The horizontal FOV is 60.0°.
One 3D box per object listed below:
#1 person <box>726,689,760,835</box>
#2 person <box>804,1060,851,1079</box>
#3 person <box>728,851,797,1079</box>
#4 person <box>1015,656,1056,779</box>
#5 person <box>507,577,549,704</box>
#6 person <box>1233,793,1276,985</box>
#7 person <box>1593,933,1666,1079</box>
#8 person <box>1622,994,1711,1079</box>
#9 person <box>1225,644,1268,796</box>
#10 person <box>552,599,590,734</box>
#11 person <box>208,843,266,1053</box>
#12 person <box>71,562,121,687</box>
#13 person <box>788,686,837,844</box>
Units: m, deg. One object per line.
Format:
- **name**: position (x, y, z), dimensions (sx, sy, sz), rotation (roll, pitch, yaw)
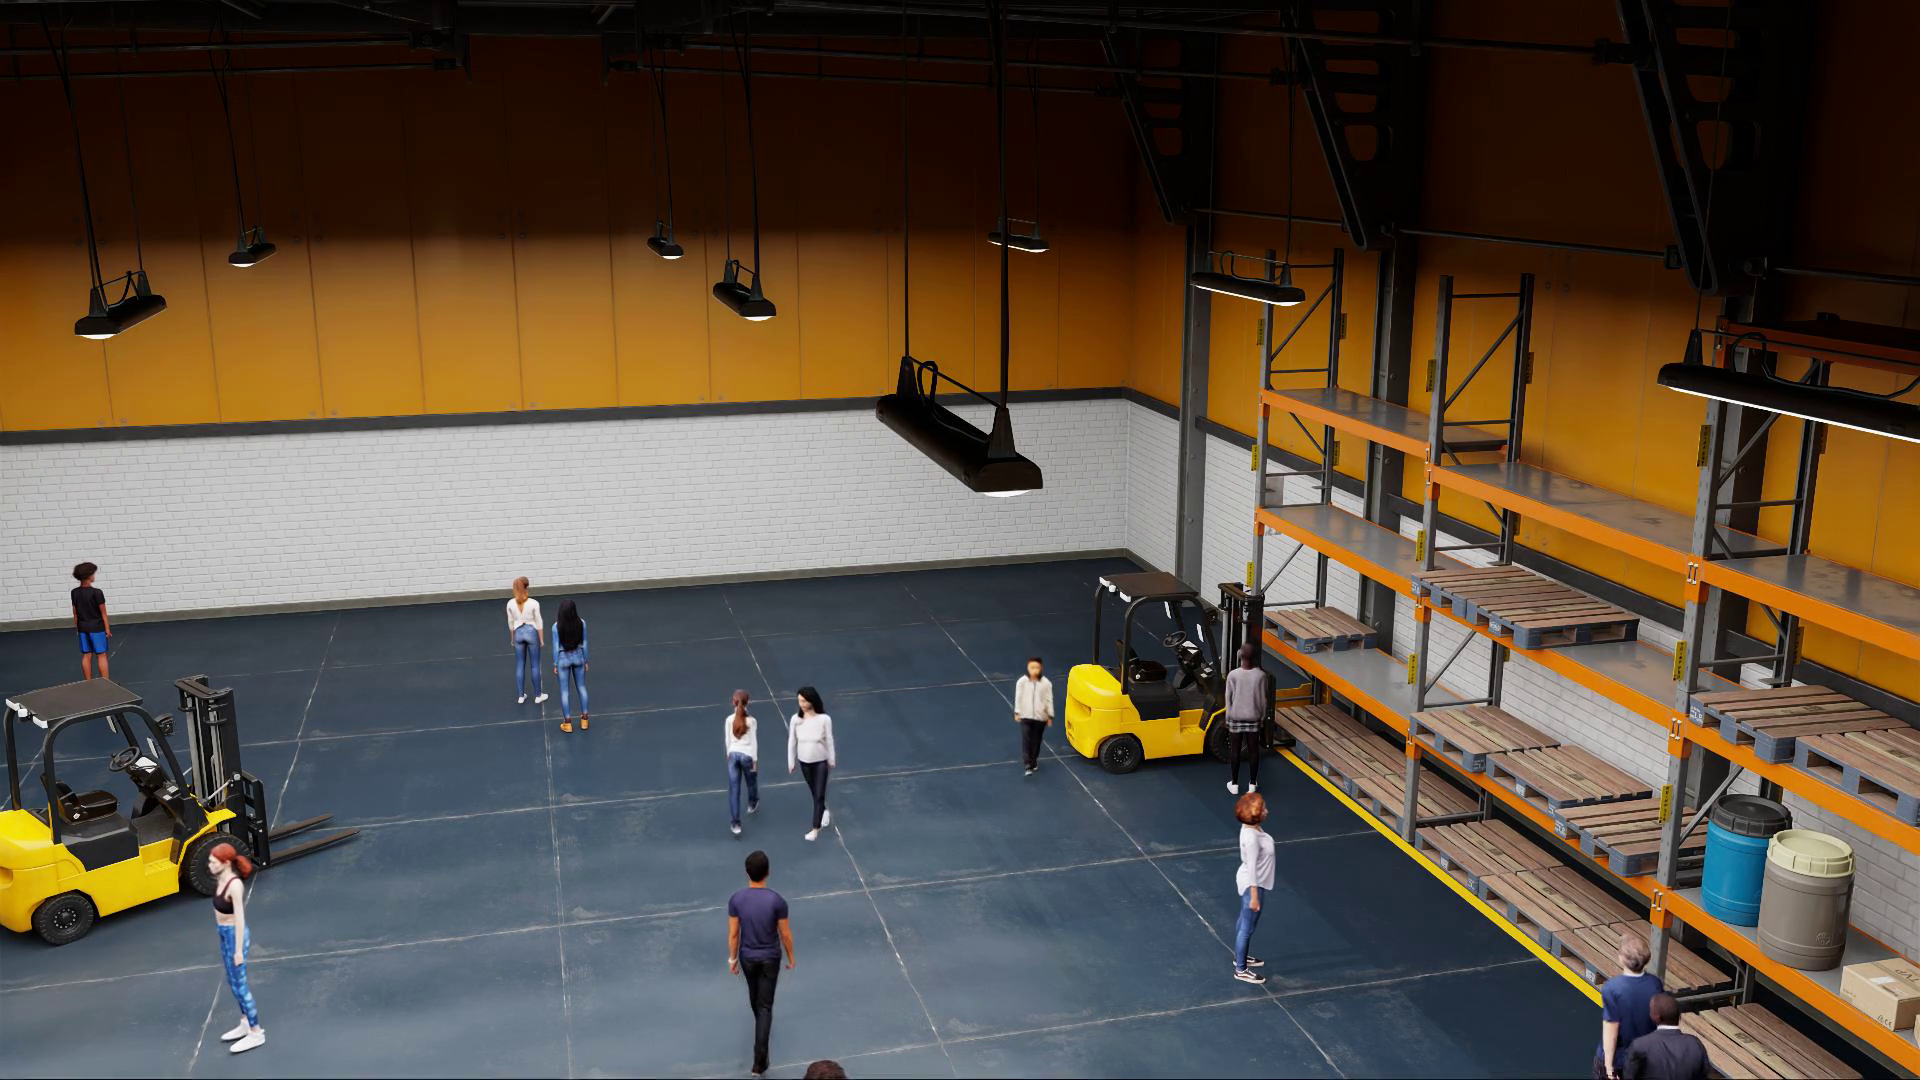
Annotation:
- **person**: position (-2.372, 2.419, 17.925), dimensions (0.806, 1.503, 1.164), rotation (1, 14, 3)
- **person**: position (-0.793, 4.091, 10.376), dimensions (0.754, 1.806, 0.721), rotation (-11, 18, -39)
- **person**: position (-1.614, 3.413, 13.315), dimensions (0.950, 1.741, 1.268), rotation (1, 14, 5)
- **person**: position (0.864, 2.052, 19.605), dimensions (0.726, 1.425, 0.966), rotation (-1, 14, -3)
- **person**: position (-5.741, 1.315, 22.020), dimensions (0.673, 1.720, 0.645), rotation (1, 14, 4)
- **person**: position (2.586, 3.060, 14.831), dimensions (0.798, 1.714, 0.690), rotation (2, 14, 9)
- **person**: position (4.778, 3.738, 11.778), dimensions (0.788, 1.833, 1.201), rotation (-1, 14, -5)
- **person**: position (4.659, 3.931, 11.065), dimensions (0.922, 1.793, 0.962), rotation (4, 14, 15)
- **person**: position (3.248, 2.030, 18.959), dimensions (0.675, 1.772, 0.627), rotation (0, 14, 1)
- **person**: position (-4.903, 1.570, 20.985), dimensions (0.647, 1.713, 0.593), rotation (-7, 15, -28)
- **person**: position (-5.936, 3.316, 13.631), dimensions (0.716, 1.781, 0.615), rotation (-10, 17, -36)
- **person**: position (-11.711, 1.182, 22.418), dimensions (0.672, 1.793, 0.646), rotation (0, 14, 1)
- **person**: position (-1.546, 2.367, 17.841), dimensions (0.947, 1.644, 1.210), rotation (2, 14, 7)
